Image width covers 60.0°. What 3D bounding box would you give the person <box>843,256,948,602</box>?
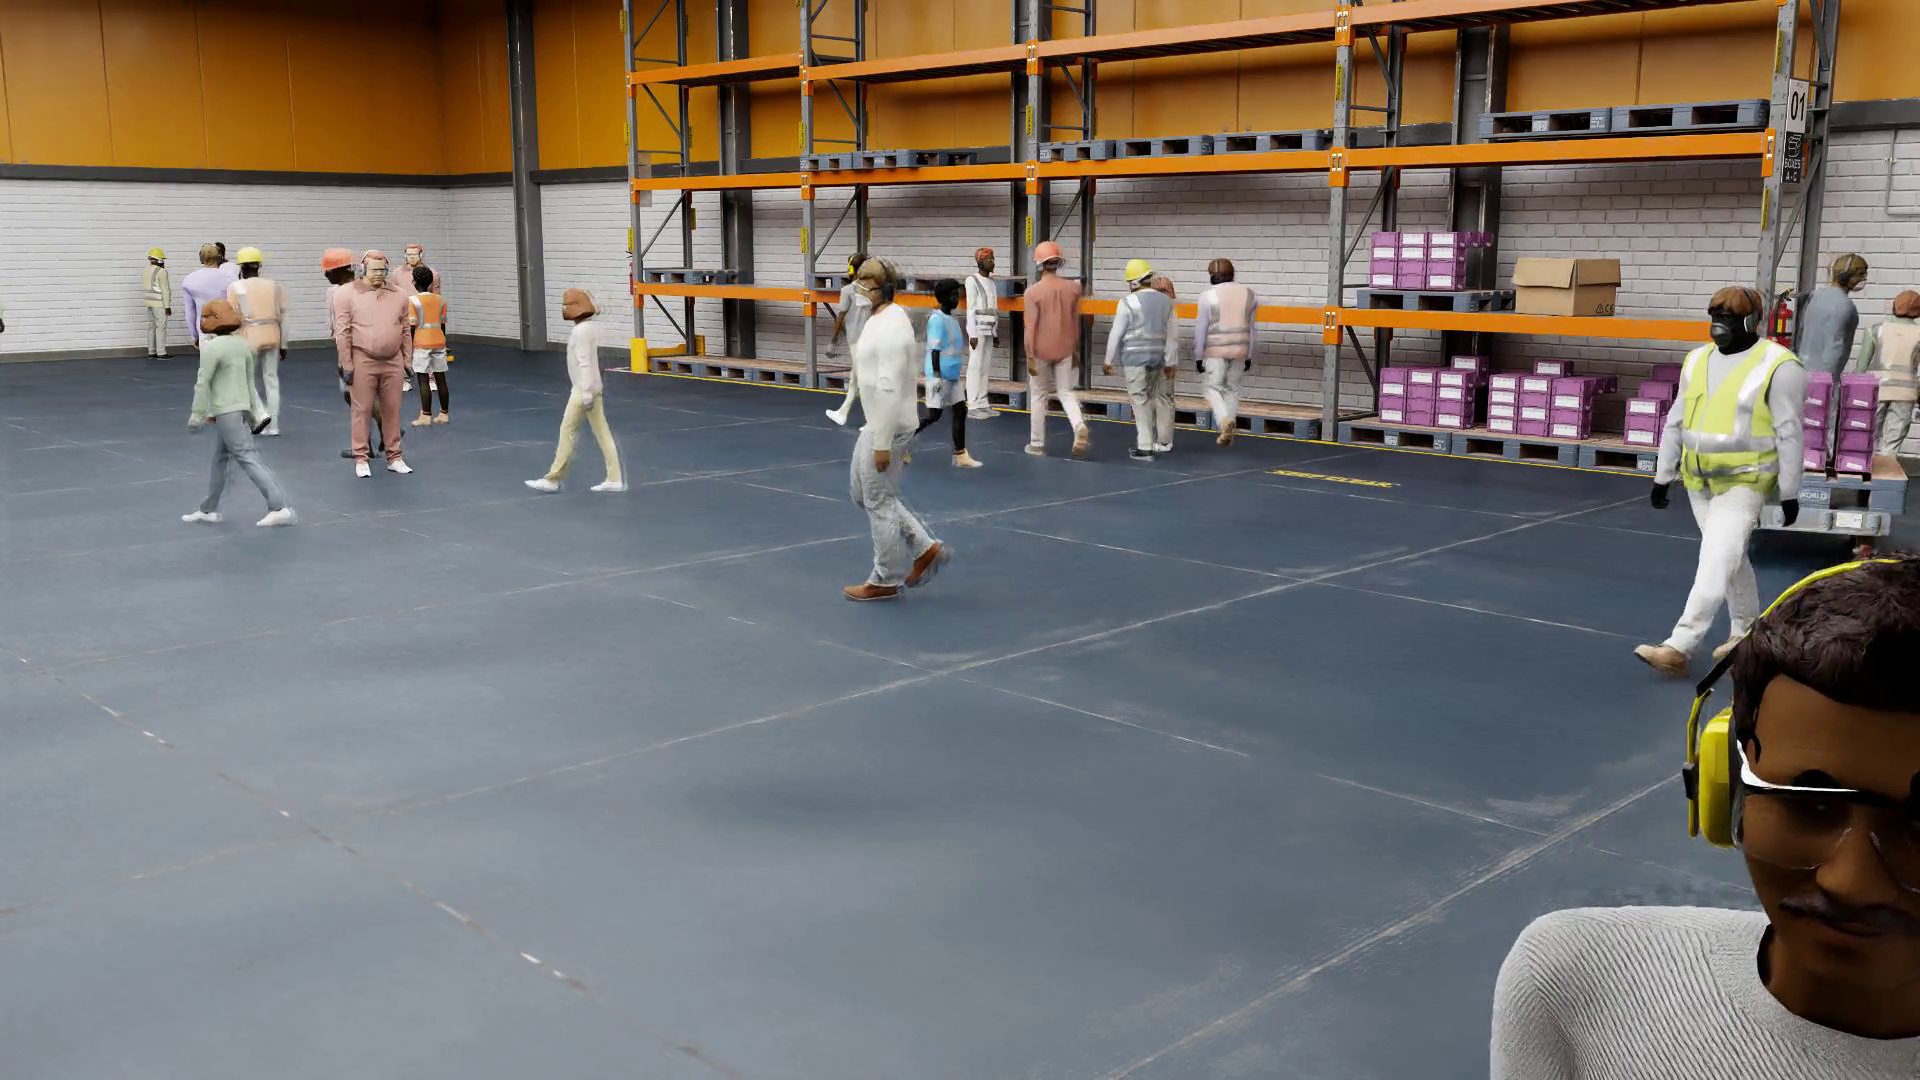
[{"bbox_3d":[-0.379,-0.581,9.058,0.494,1.915,0.652,-1,10,-4],"label":"person"}]

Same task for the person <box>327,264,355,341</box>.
[{"bbox_3d":[-7.746,-2.690,21.138,0.527,1.713,0.939,-6,12,-29],"label":"person"}]

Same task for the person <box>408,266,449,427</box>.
[{"bbox_3d":[-5.658,-2.047,17.644,0.319,1.697,0.533,6,12,31],"label":"person"}]

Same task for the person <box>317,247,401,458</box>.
[{"bbox_3d":[-5.454,-1.667,14.978,0.514,1.910,0.577,0,10,1],"label":"person"}]

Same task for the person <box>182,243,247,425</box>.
[{"bbox_3d":[-7.929,-2.191,17.772,0.630,1.940,0.372,0,10,1],"label":"person"}]

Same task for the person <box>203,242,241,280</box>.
[{"bbox_3d":[-11.690,-3.761,26.399,0.616,1.914,0.463,-9,14,-40],"label":"person"}]

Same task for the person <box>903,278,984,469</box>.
[{"bbox_3d":[-0.211,-1.436,14.406,0.757,1.667,0.544,4,11,19],"label":"person"}]

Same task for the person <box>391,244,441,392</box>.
[{"bbox_3d":[-7.052,-2.876,21.587,0.639,1.910,0.406,-2,11,-13],"label":"person"}]

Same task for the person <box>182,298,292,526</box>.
[{"bbox_3d":[-5.080,-0.879,11.583,0.850,1.593,0.514,1,10,4],"label":"person"}]

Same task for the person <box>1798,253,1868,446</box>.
[{"bbox_3d":[6.553,-1.187,12.429,0.996,1.884,0.664,1,10,3],"label":"person"}]

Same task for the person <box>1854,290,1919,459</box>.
[{"bbox_3d":[6.909,-1.038,12.333,0.538,1.614,0.412,7,13,35],"label":"person"}]

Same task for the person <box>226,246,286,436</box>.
[{"bbox_3d":[-7.058,-1.984,16.730,0.435,1.914,0.604,10,14,42],"label":"person"}]

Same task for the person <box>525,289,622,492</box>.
[{"bbox_3d":[-3.053,-1.162,13.075,0.812,1.591,0.518,0,10,-2],"label":"person"}]

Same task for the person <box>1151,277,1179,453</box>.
[{"bbox_3d":[1.894,-1.634,15.554,0.308,1.640,0.511,3,11,15],"label":"person"}]

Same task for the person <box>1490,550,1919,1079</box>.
[{"bbox_3d":[0.586,0.902,1.255,0.517,1.815,0.990,9,14,40],"label":"person"}]

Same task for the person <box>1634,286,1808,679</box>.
[{"bbox_3d":[3.511,-0.272,7.712,0.974,1.786,0.654,-4,11,-22],"label":"person"}]

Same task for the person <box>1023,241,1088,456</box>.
[{"bbox_3d":[0.864,-1.719,15.114,0.620,1.976,0.809,-5,12,-26],"label":"person"}]

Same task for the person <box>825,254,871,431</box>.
[{"bbox_3d":[-1.131,-2.037,17.277,0.946,1.819,0.516,8,13,38],"label":"person"}]

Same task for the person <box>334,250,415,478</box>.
[{"bbox_3d":[-4.907,-1.487,14.035,0.643,1.903,0.400,-9,14,-40],"label":"person"}]

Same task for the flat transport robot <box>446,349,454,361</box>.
[{"bbox_3d":[-8.709,-3.004,26.755,0.652,0.197,1.431,-7,13,-34],"label":"flat transport robot"}]

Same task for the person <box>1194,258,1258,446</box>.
[{"bbox_3d":[2.519,-1.757,15.770,0.620,1.815,0.684,-2,11,-13],"label":"person"}]

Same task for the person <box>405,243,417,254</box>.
[{"bbox_3d":[-8.629,-3.768,26.469,0.556,1.909,0.881,1,10,6],"label":"person"}]

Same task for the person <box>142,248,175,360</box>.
[{"bbox_3d":[-13.091,-3.850,27.176,0.603,1.820,0.419,8,13,36],"label":"person"}]

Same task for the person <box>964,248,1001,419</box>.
[{"bbox_3d":[0.257,-2.291,18.470,0.353,1.883,0.573,5,12,27],"label":"person"}]

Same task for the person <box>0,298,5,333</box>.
[{"bbox_3d":[-12.492,-2.821,21.090,0.641,1.976,0.453,-6,12,-31],"label":"person"}]

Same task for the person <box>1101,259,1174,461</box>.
[{"bbox_3d":[1.600,-1.630,15.063,0.608,1.801,0.587,-7,13,-35],"label":"person"}]
